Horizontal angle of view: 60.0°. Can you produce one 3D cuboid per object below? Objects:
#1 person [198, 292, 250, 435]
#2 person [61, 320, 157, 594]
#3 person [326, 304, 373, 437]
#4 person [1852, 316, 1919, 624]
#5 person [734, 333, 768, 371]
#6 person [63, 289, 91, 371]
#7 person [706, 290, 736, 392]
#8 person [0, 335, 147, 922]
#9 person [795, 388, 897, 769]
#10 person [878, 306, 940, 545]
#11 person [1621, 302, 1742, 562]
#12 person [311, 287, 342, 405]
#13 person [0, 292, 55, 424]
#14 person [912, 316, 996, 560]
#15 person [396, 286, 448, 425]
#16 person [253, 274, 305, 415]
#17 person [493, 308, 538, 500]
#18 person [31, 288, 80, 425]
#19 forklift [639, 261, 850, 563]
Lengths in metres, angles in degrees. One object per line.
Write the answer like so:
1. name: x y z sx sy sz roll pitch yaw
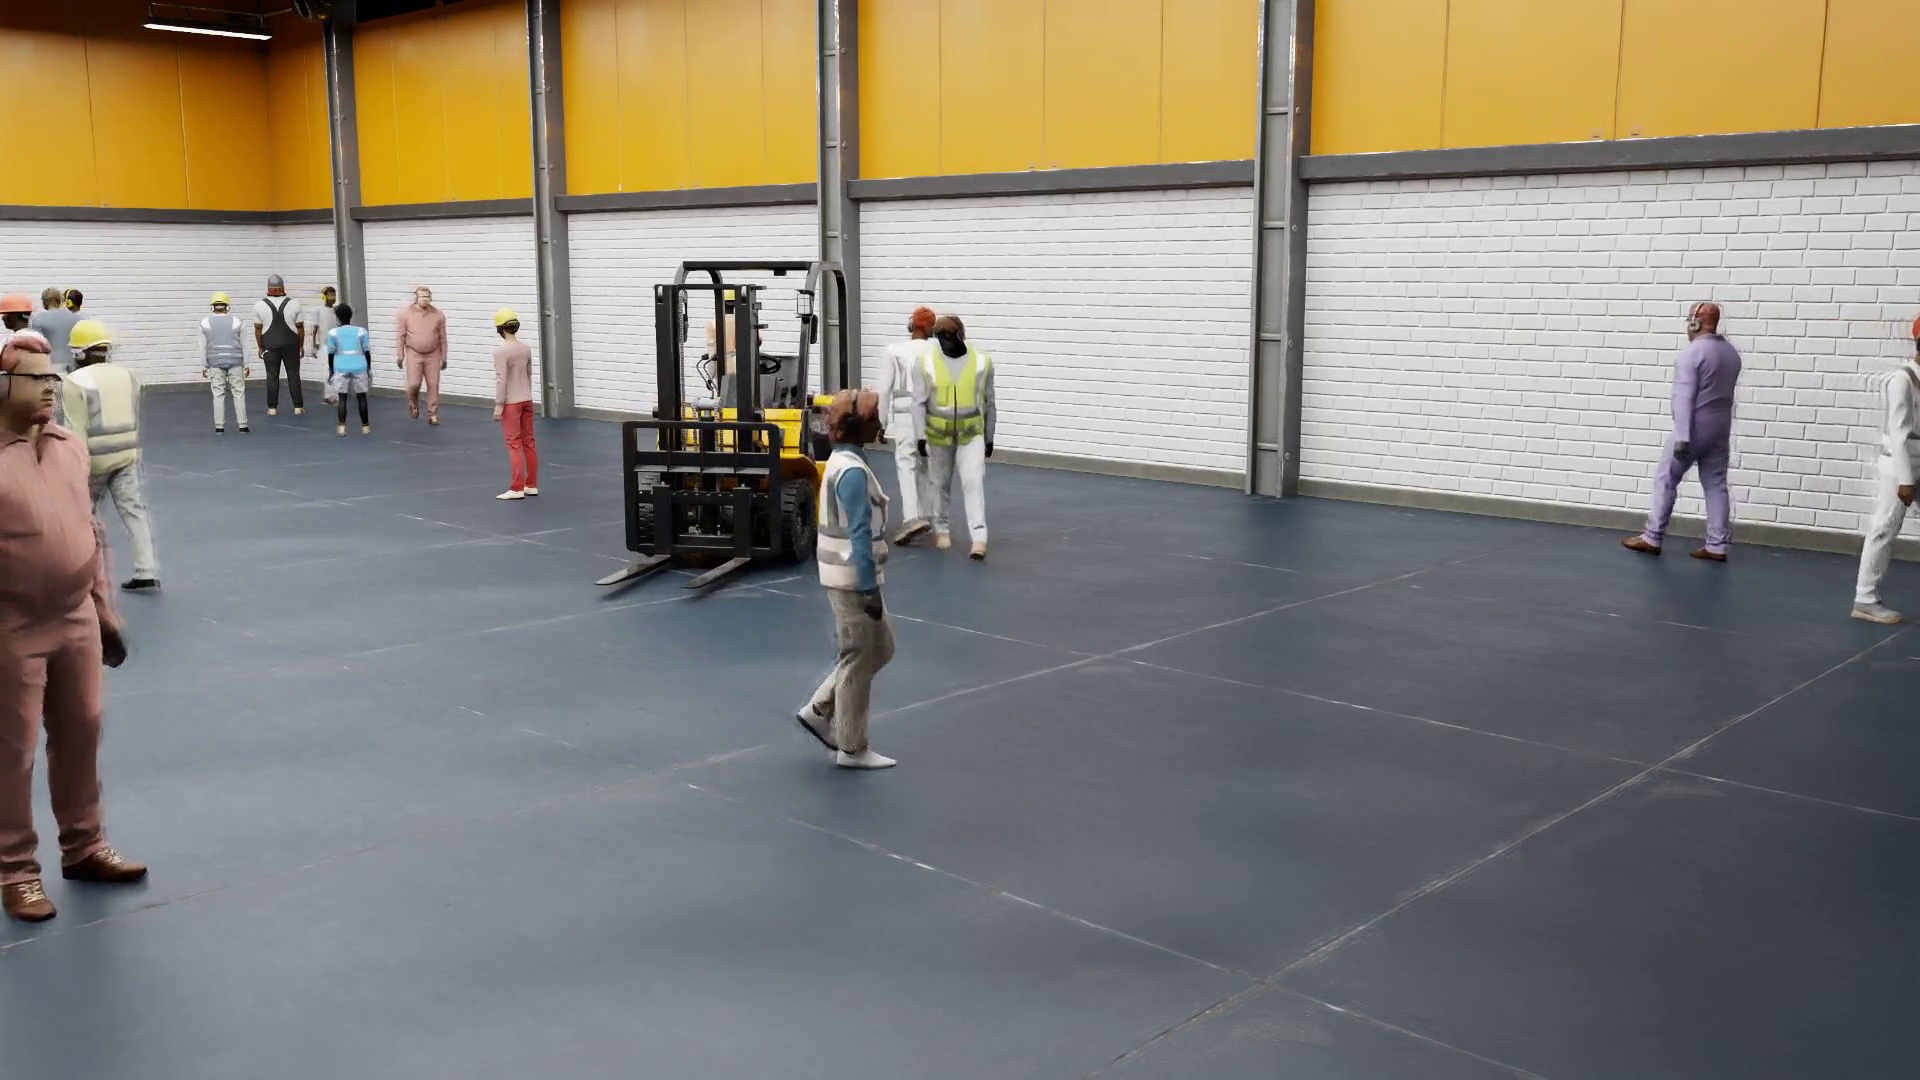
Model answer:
1. person: -9.392 -2.250 21.267 0.589 1.824 0.403 -3 10 -20
2. person: -5.655 -0.536 10.879 0.932 1.779 0.612 4 10 21
3. person: -7.746 -2.150 21.137 0.565 1.680 0.478 -4 10 -23
4. person: 5.691 -0.382 9.712 0.612 1.848 0.885 -6 11 -31
5. person: -1.920 -1.182 15.304 0.278 1.633 0.498 5 11 29
6. person: -11.199 -2.256 21.190 0.317 1.863 0.523 -2 9 -11
7. person: -2.593 -1.890 18.751 0.594 1.924 0.382 -6 11 -31
8. person: -3.066 0.285 5.510 0.405 1.903 0.687 3 10 17
9. person: -0.436 0.177 6.988 0.388 1.625 0.523 -1 9 -4
10. person: -0.303 -0.898 12.969 0.614 1.843 0.869 -2 10 -14
11. person: 5.314 -0.796 12.200 0.665 1.874 0.838 -5 11 -29
12. person: -9.738 -3.009 25.873 0.805 1.837 0.561 6 11 34
13. person: -8.243 -1.189 14.501 0.882 1.905 0.578 0 9 1
14. person: -0.041 -0.760 12.306 0.626 1.780 0.963 0 9 -2
15. person: -7.298 -2.500 22.580 0.685 1.891 0.545 -5 10 -28
16. person: -9.924 -2.849 24.280 0.683 2.000 0.538 -4 10 -21
17. person: -4.126 -1.250 15.329 0.329 1.765 0.525 3 10 20
18. person: -11.158 -2.154 20.520 0.989 1.891 0.631 3 10 17
19. forklift: -1.552 -1.040 12.721 1.214 2.155 2.313 2 9 11
